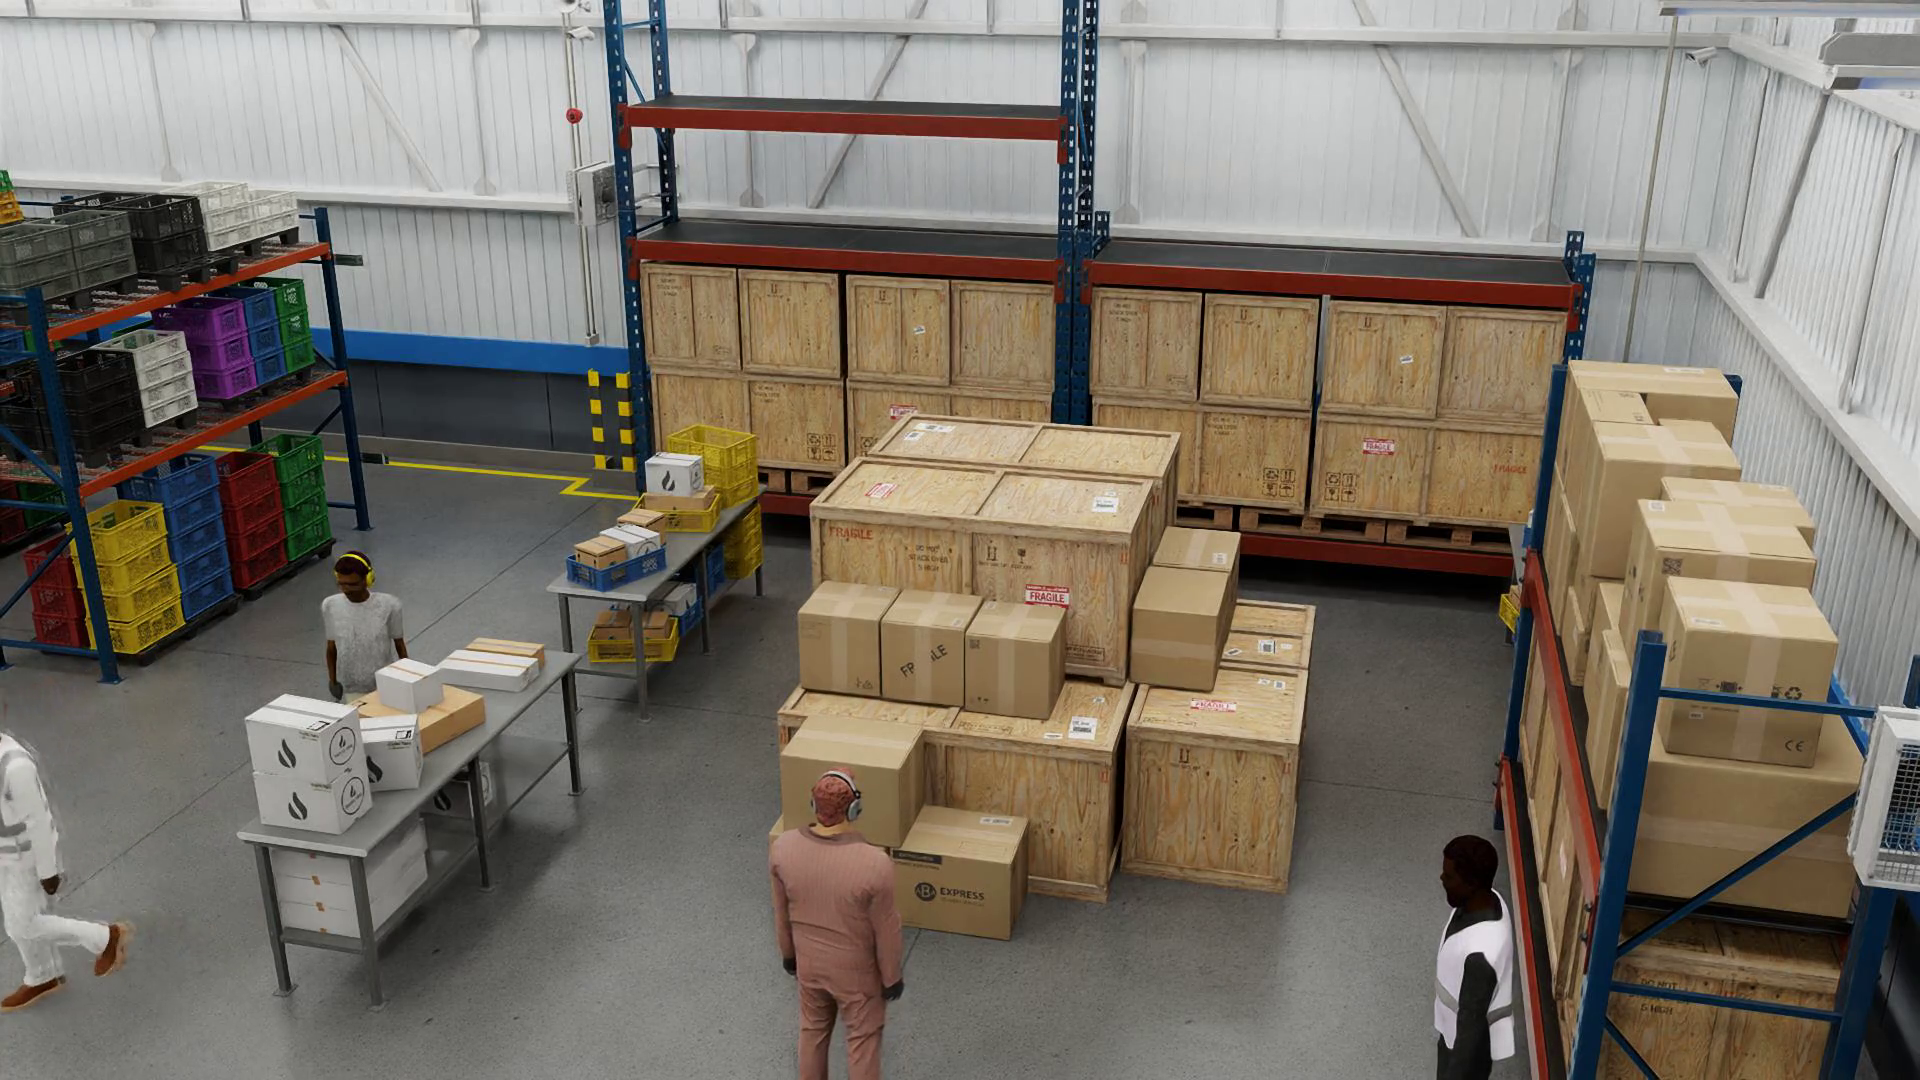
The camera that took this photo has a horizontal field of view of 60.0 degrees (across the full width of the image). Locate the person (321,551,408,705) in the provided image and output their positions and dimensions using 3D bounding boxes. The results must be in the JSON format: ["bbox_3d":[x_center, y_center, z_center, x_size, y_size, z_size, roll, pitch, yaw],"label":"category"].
[{"bbox_3d":[-3.667,0.937,10.344,0.521,1.865,0.328,-2,21,-6],"label":"person"}]

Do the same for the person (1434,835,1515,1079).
[{"bbox_3d":[2.169,2.133,7.161,0.414,1.906,0.598,5,22,14],"label":"person"}]

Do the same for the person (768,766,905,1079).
[{"bbox_3d":[-0.549,1.926,7.715,0.647,1.900,0.401,10,23,25],"label":"person"}]

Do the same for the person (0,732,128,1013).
[{"bbox_3d":[-4.828,1.587,8.647,0.625,1.862,0.547,19,28,40],"label":"person"}]
